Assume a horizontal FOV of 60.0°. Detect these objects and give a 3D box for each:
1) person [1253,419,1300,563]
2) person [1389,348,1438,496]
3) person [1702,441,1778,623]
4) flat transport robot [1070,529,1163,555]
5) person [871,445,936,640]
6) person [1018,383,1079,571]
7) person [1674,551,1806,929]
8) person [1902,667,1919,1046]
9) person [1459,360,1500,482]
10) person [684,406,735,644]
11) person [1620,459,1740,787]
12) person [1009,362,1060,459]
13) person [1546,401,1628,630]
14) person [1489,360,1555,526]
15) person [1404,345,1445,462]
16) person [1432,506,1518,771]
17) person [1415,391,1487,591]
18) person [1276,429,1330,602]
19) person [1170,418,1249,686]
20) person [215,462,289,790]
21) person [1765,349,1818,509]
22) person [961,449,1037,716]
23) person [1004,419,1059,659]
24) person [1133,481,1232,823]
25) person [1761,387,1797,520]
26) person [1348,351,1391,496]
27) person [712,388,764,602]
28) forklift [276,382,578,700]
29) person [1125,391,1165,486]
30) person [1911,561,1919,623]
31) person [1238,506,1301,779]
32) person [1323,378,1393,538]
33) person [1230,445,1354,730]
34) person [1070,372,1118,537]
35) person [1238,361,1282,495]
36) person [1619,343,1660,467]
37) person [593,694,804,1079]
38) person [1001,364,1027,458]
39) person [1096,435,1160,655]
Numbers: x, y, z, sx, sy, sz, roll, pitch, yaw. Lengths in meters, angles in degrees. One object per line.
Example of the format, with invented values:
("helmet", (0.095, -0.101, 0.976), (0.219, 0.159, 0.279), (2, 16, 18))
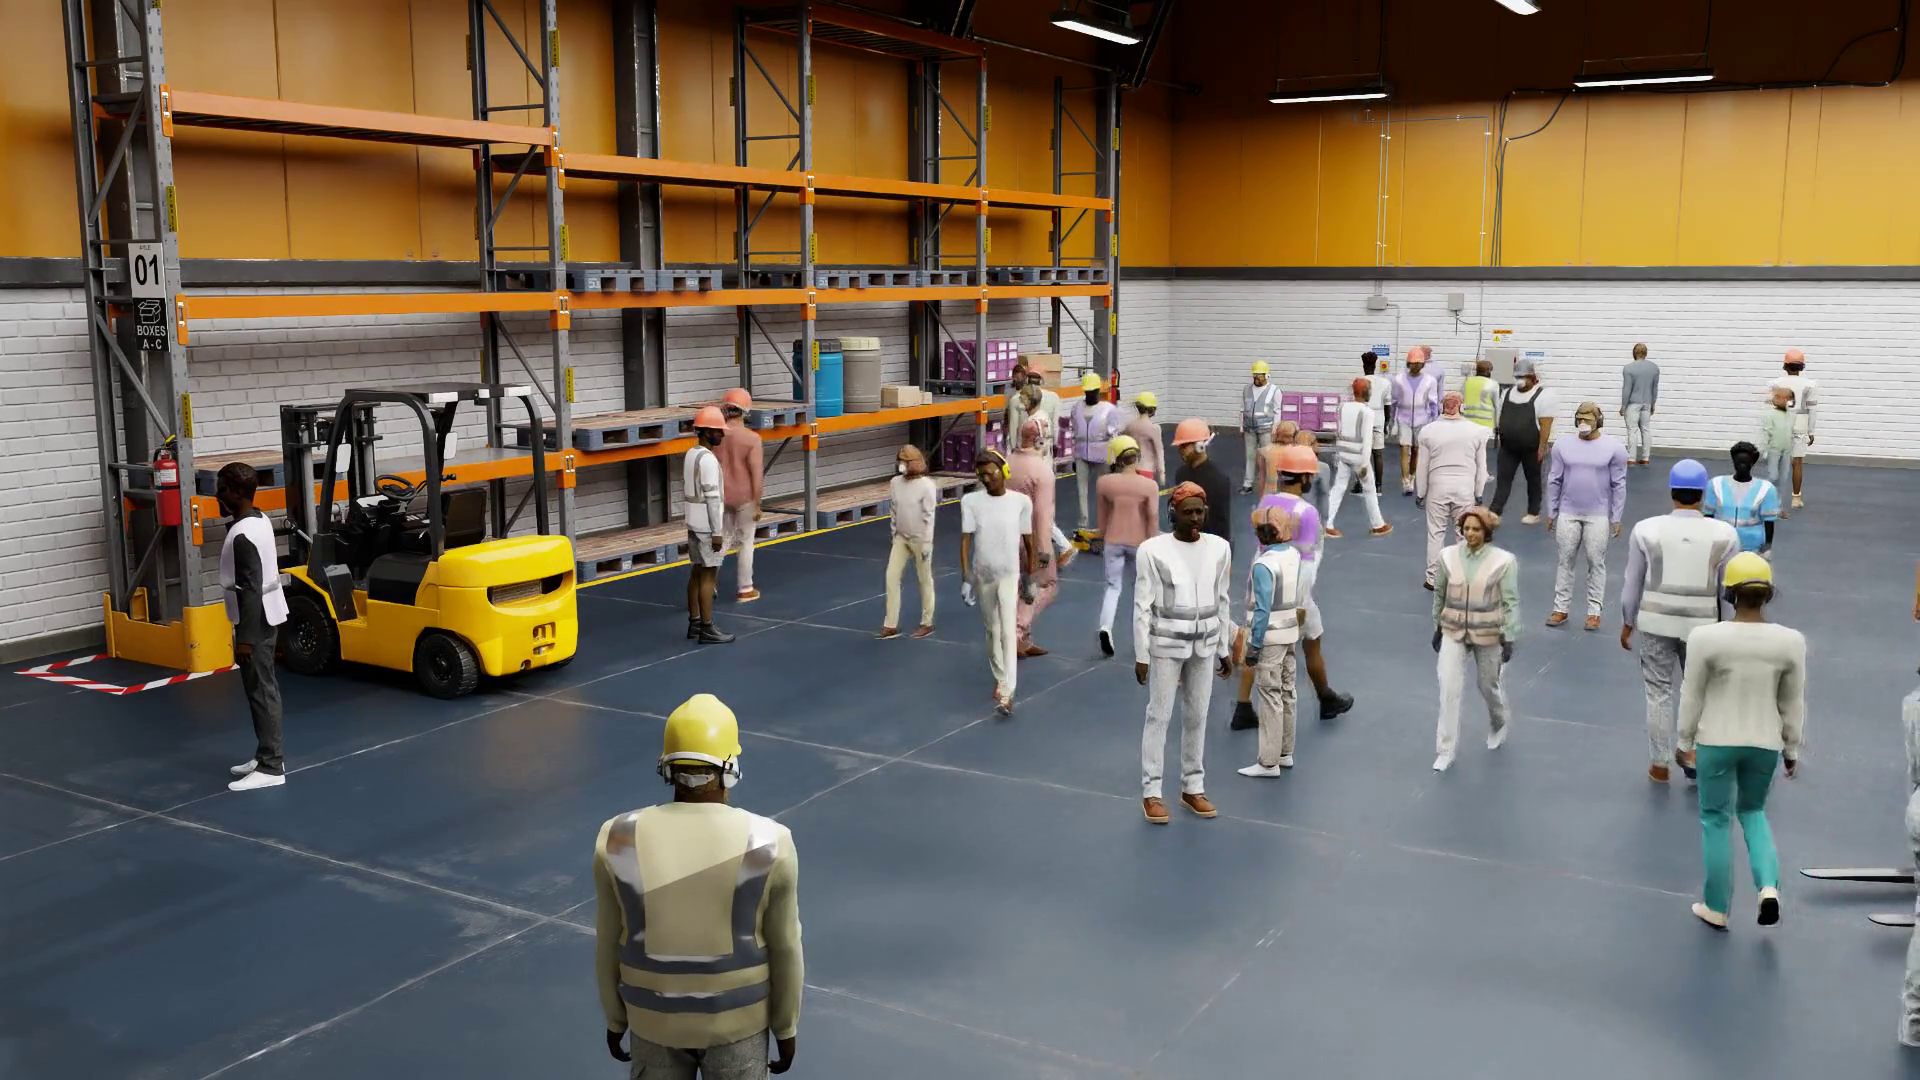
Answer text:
("person", (3.069, -0.353, 16.012), (0.514, 1.611, 0.697), (5, 11, 30))
("person", (6.176, -1.609, 22.667), (0.627, 1.994, 1.035), (2, 9, 10))
("person", (6.161, 0.059, 13.197), (0.557, 1.677, 0.526), (5, 10, 29))
("flat transport robot", (1.895, 0.035, 17.766), (0.652, 0.197, 1.431), (-7, 12, -37))
("person", (-0.457, 0.033, 13.581), (0.530, 1.604, 0.695), (7, 12, 39))
("person", (0.758, -0.627, 16.787), (0.835, 1.916, 0.645), (-1, 9, -5))
("person", (3.555, 0.930, 7.589), (0.522, 1.753, 0.426), (0, 9, 3))
("person", (3.841, 1.136, 6.458), (0.363, 1.688, 0.566), (-1, 9, -9))
("person", (7.348, -1.654, 23.611), (0.981, 1.793, 0.611), (-6, 11, -31))
("person", (-2.050, -0.123, 13.575), (0.374, 1.933, 0.550), (-5, 10, -27))
("person", (4.196, 0.492, 9.729), (0.620, 1.929, 0.430), (3, 10, 17))
("person", (0.889, -1.150, 19.915), (0.614, 1.963, 0.807), (1, 9, 3))
("person", (5.288, -0.207, 14.088), (0.635, 1.937, 0.352), (6, 11, 33))
("person", (6.643, -1.165, 19.747), (0.706, 2.000, 0.999), (9, 13, 43))
("person", (7.263, -2.118, 26.155), (0.645, 1.900, 0.403), (0, 9, 3))
("person", (3.187, 0.574, 10.257), (0.527, 1.613, 0.782), (6, 11, 33))
("person", (4.648, -0.457, 15.776), (0.639, 1.901, 0.402), (2, 9, 13))
("person", (3.079, -0.193, 14.982), (0.511, 1.619, 0.361), (4, 10, 26))
("person", (1.838, 0.072, 12.299), (0.821, 1.964, 0.633), (-4, 10, -26))
("person", (-4.148, 0.496, 9.759), (0.392, 1.920, 0.592), (-3, 10, -19))
("person", (10.641, -1.420, 21.337), (0.610, 2.042, 0.381), (5, 10, 29))
("person", (0.260, 0.287, 11.407), (0.514, 1.803, 1.023), (1, 9, 6))
("person", (0.511, 0.007, 12.896), (0.477, 1.891, 0.659), (-6, 11, -32))
("person", (1.226, 0.611, 9.147), (0.585, 1.882, 0.337), (-3, 10, -19))
("person", (10.034, -1.071, 20.437), (0.514, 1.621, 0.437), (-3, 10, -18))
("person", (5.517, -1.566, 22.484), (0.612, 1.962, 0.363), (-1, 9, -6))
("person", (-2.065, -0.388, 15.089), (0.639, 1.980, 0.622), (4, 10, 26))
("forklift", (-3.974, -0.067, 12.417), (2.313, 2.155, 1.214), (5, 11, 30))
("person", (1.971, -0.761, 18.194), (0.847, 1.734, 0.534), (-6, 11, -35))
("person", (6.415, 0.396, 10.665), (0.455, 1.827, 0.598), (-4, 10, -26))
("person", (1.866, 0.607, 9.941), (0.310, 1.639, 0.514), (6, 11, 33))
("person", (4.515, -0.930, 18.934), (0.989, 1.837, 0.577), (-6, 11, -32))
("person", (2.207, 0.310, 11.031), (0.995, 1.884, 0.547), (-7, 11, -35))
("person", (1.563, -0.987, 19.098), (0.596, 1.898, 0.849), (4, 10, 25))
("person", (4.049, -1.512, 22.562), (0.589, 1.833, 0.404), (6, 11, 33))
("person", (10.567, -2.100, 25.904), (0.635, 1.936, 0.354), (-2, 9, -15))
("person", (-0.741, 1.345, 4.771), (0.591, 1.825, 0.403), (0, 9, -1))
("person", (0.796, -1.361, 21.570), (0.529, 1.852, 0.615), (6, 11, 34))
("person", (1.317, 0.040, 13.179), (0.520, 1.734, 0.741), (2, 9, 13))
